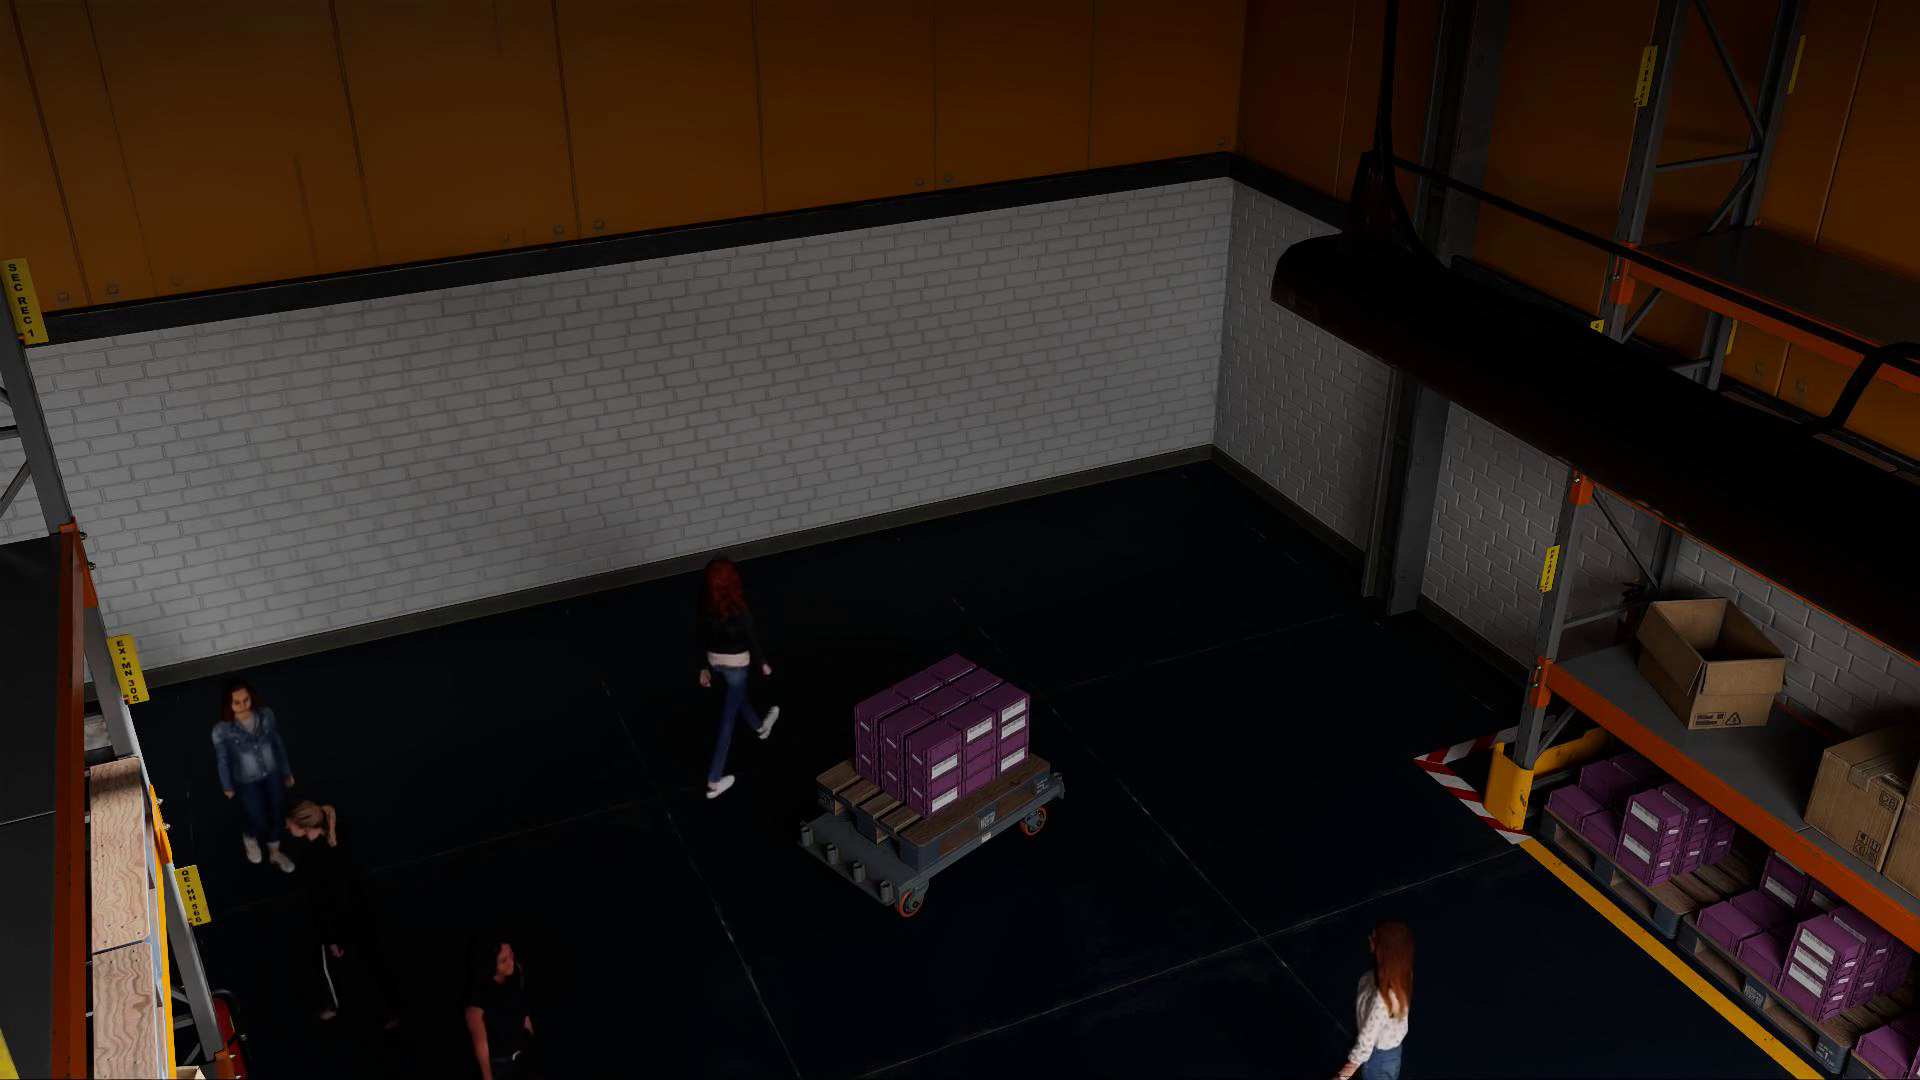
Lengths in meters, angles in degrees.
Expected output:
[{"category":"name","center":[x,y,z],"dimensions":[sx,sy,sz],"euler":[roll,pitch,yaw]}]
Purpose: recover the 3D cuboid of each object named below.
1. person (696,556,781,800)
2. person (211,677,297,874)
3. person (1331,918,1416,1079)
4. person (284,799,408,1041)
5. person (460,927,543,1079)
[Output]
[{"category":"person","center":[-1.621,0.972,11.344],"dimensions":[1.180,1.732,1.125],"euler":[15,32,25]},{"category":"person","center":[-4.545,1.485,10.681],"dimensions":[0.736,1.466,0.680],"euler":[24,37,37]},{"category":"person","center":[2.184,2.624,8.351],"dimensions":[1.104,1.697,1.025],"euler":[11,31,20]},{"category":"person","center":[-3.344,2.148,9.250],"dimensions":[0.991,1.673,0.926],"euler":[12,31,21]},{"category":"person","center":[-2.340,2.632,8.304],"dimensions":[0.907,1.728,0.855],"euler":[9,30,16]}]
